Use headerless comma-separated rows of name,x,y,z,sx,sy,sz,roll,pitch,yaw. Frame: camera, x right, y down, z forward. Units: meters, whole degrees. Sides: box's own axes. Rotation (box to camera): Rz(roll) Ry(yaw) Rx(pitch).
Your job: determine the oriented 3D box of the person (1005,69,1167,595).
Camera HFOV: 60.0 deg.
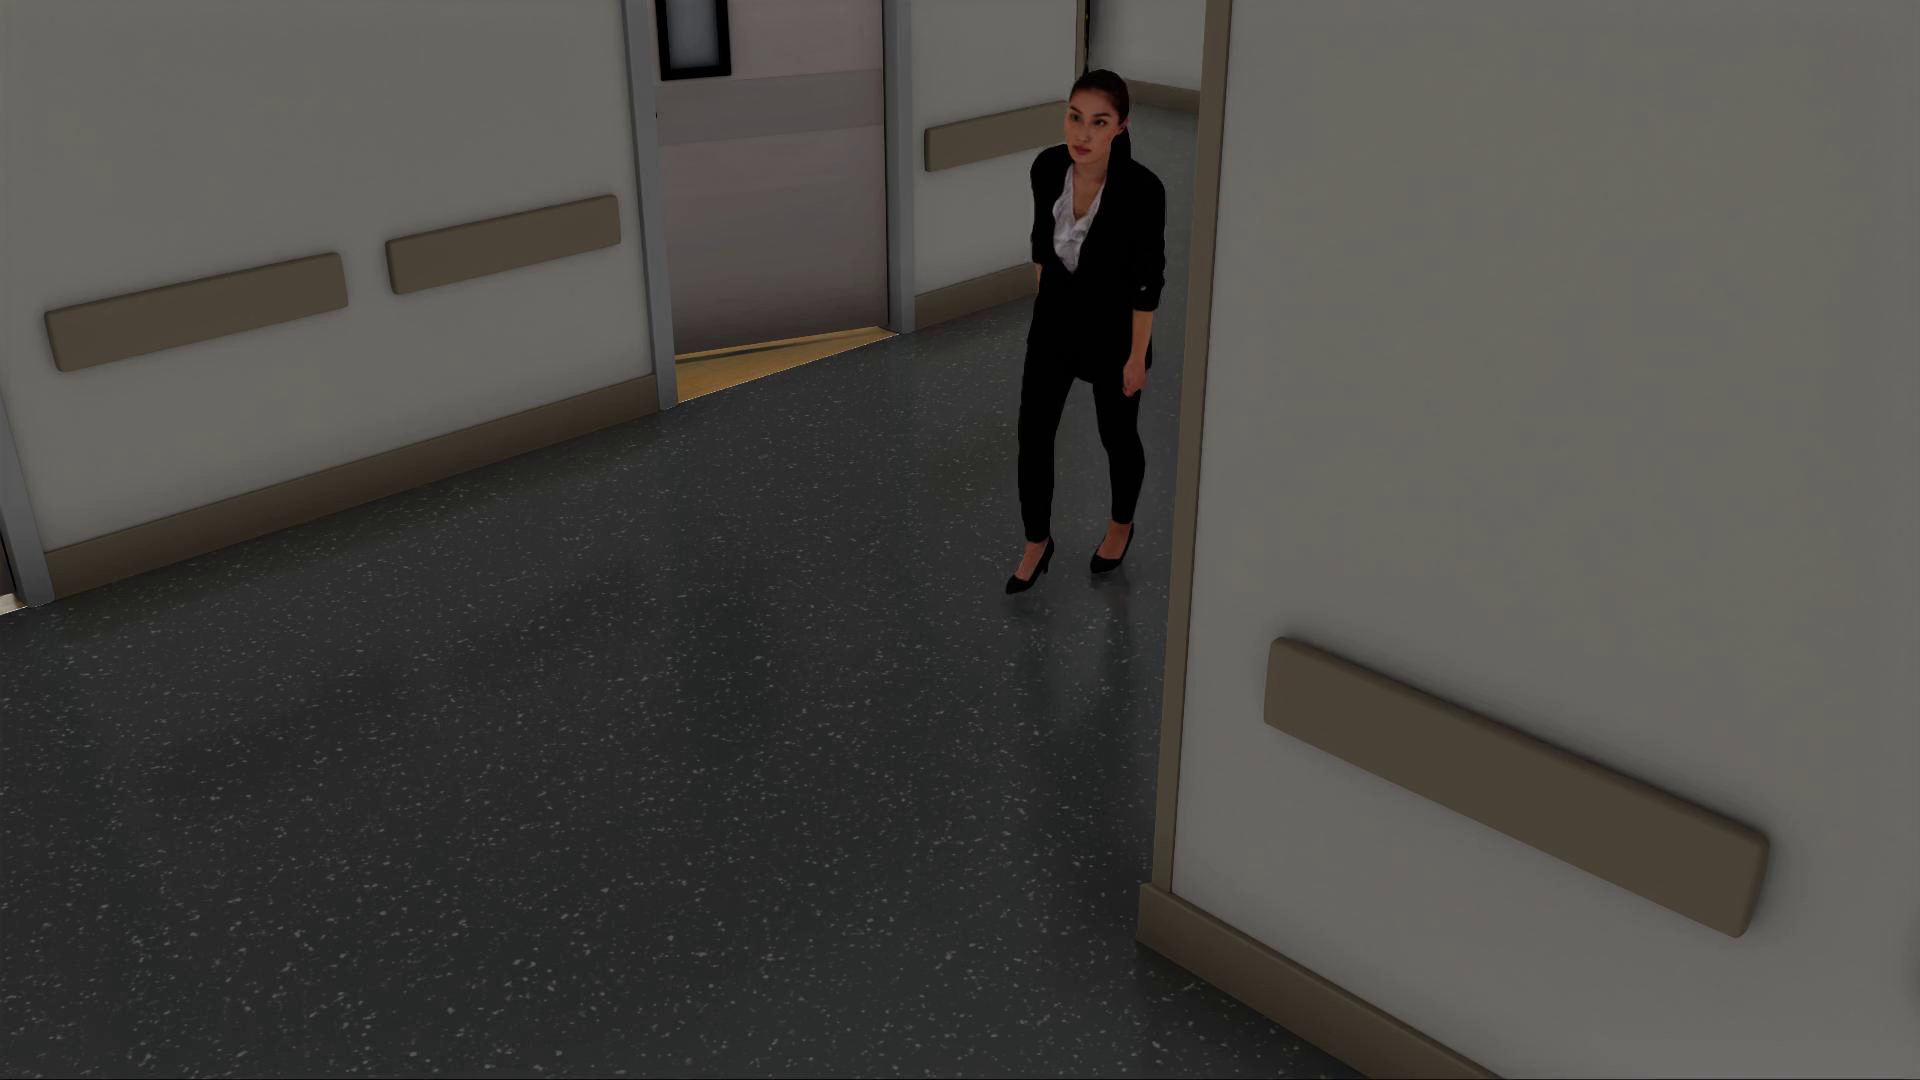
person,0.429,-0.625,5.055,0.738,1.620,0.854,17,30,31
